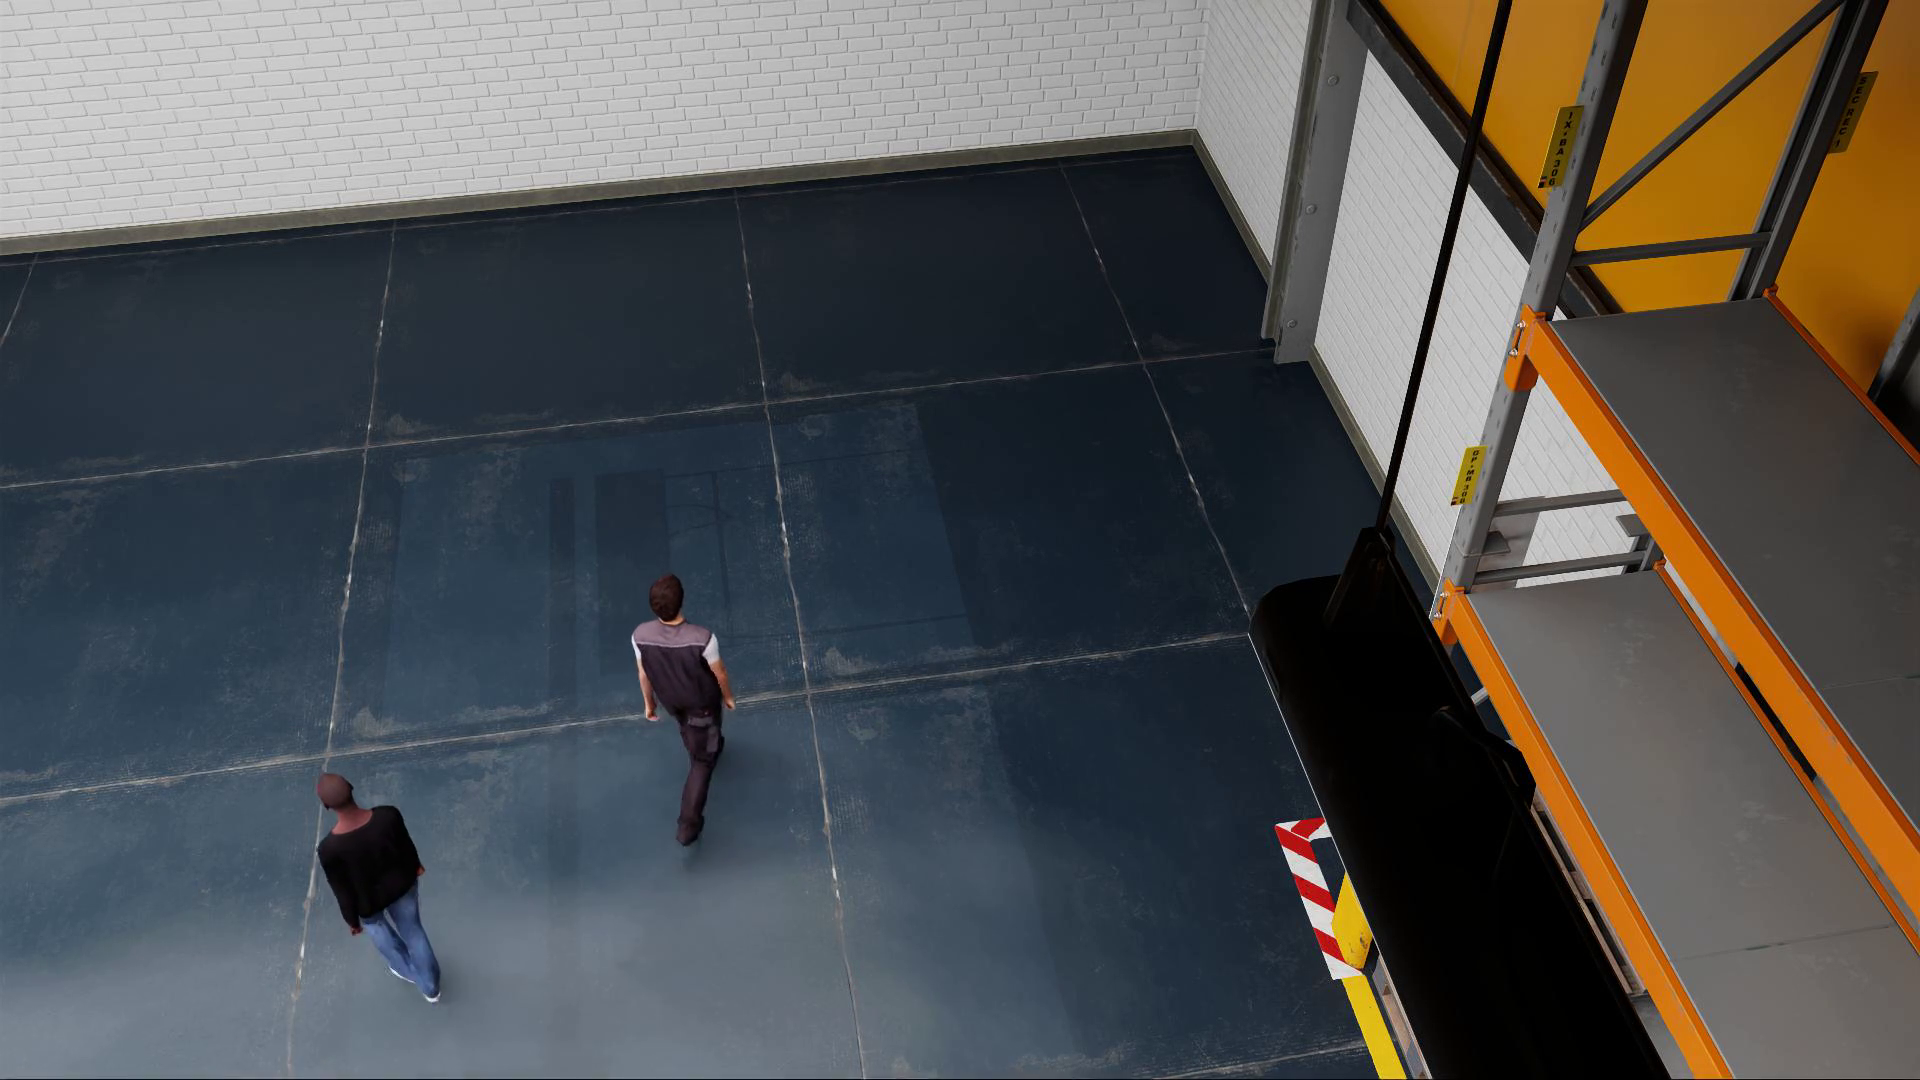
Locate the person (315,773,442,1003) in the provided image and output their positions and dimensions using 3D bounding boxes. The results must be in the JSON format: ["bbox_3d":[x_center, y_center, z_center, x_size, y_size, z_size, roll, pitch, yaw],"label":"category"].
[{"bbox_3d":[-2.930,1.856,8.533,0.749,1.731,0.783,-29,50,-27],"label":"person"}]

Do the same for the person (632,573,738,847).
[{"bbox_3d":[-1.551,0.965,9.407,0.967,1.815,1.259,9,44,9],"label":"person"}]
